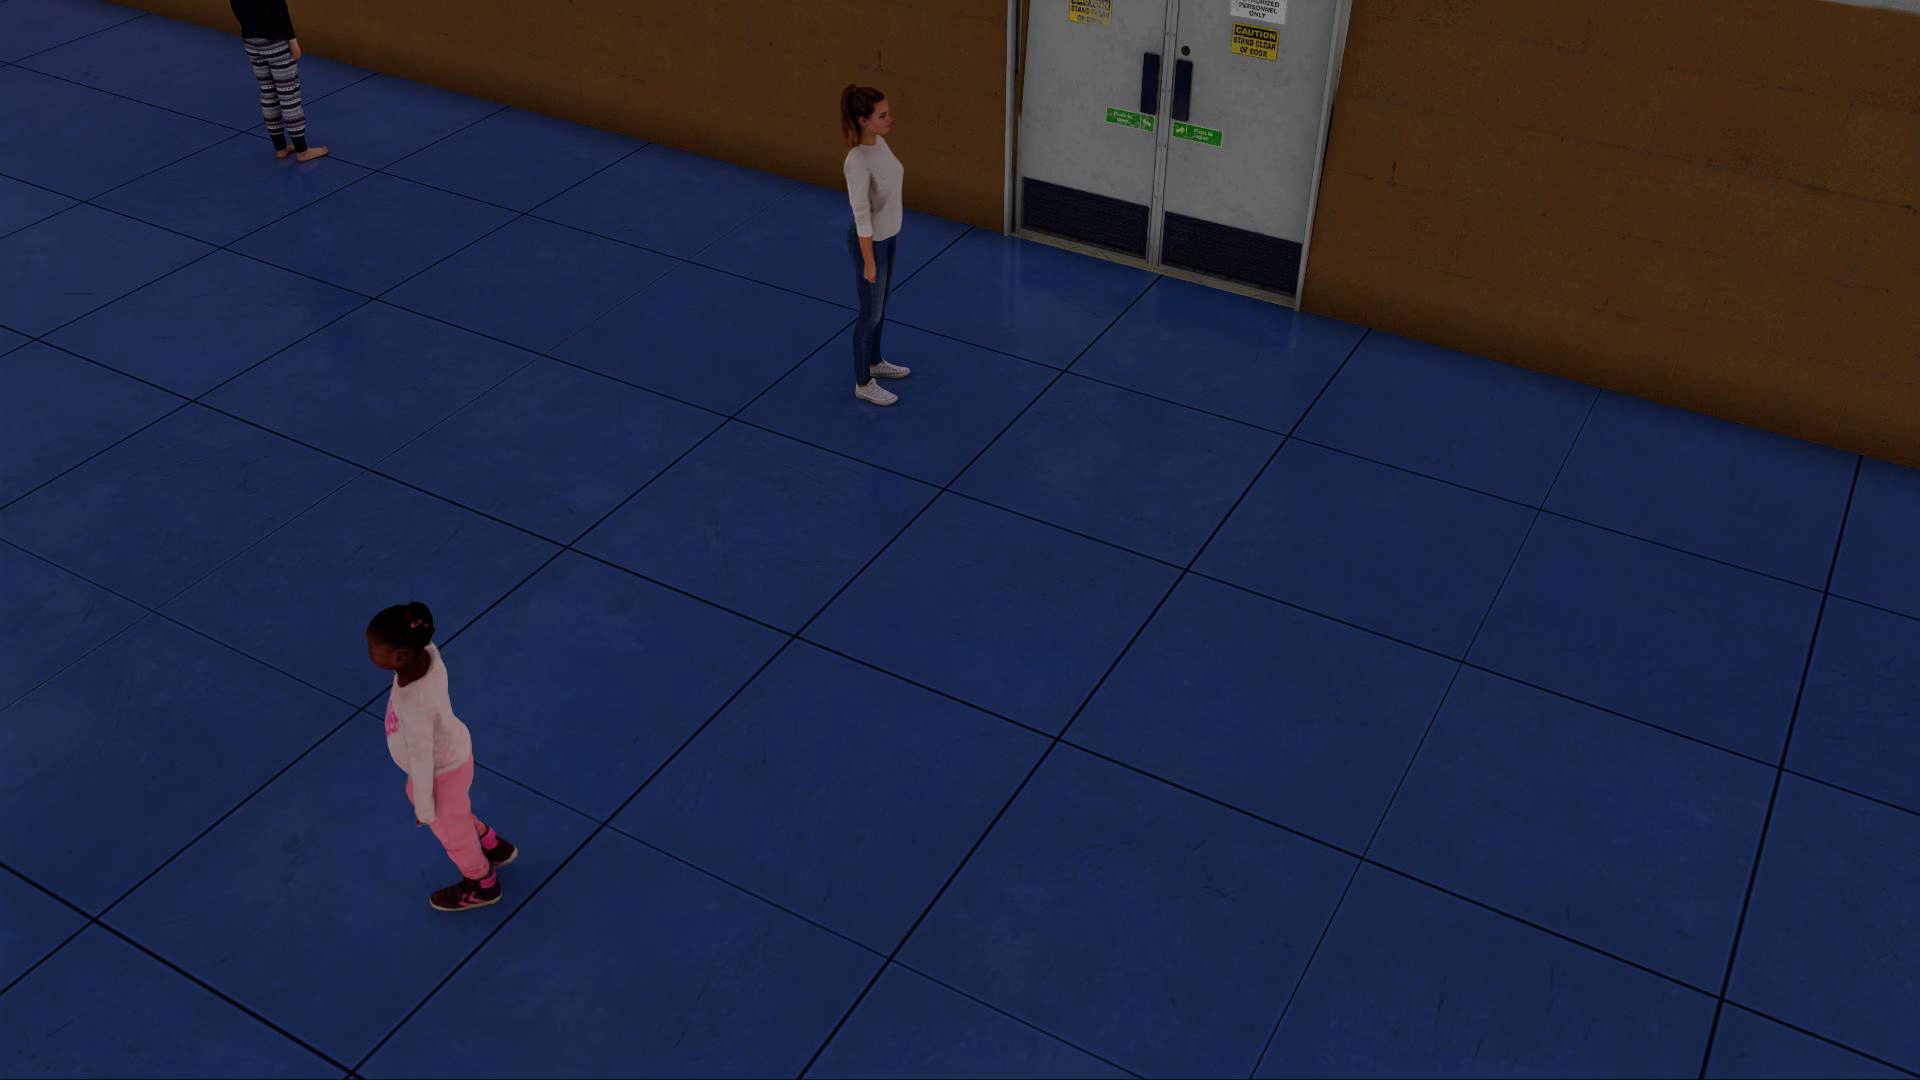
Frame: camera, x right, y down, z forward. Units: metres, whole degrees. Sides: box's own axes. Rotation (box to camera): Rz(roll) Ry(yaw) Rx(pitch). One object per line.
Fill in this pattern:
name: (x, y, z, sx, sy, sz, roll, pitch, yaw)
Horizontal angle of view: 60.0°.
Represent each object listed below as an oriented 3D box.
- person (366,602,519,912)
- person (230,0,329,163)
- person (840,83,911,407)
person: (-1.778, 0.759, 5.882, 0.746, 1.439, 0.679, -7, 37, -9)
person: (-4.663, -3.395, 11.170, 0.615, 1.734, 0.525, 16, 40, 21)
person: (-0.460, -1.547, 8.721, 0.726, 1.720, 0.570, 8, 38, 10)
